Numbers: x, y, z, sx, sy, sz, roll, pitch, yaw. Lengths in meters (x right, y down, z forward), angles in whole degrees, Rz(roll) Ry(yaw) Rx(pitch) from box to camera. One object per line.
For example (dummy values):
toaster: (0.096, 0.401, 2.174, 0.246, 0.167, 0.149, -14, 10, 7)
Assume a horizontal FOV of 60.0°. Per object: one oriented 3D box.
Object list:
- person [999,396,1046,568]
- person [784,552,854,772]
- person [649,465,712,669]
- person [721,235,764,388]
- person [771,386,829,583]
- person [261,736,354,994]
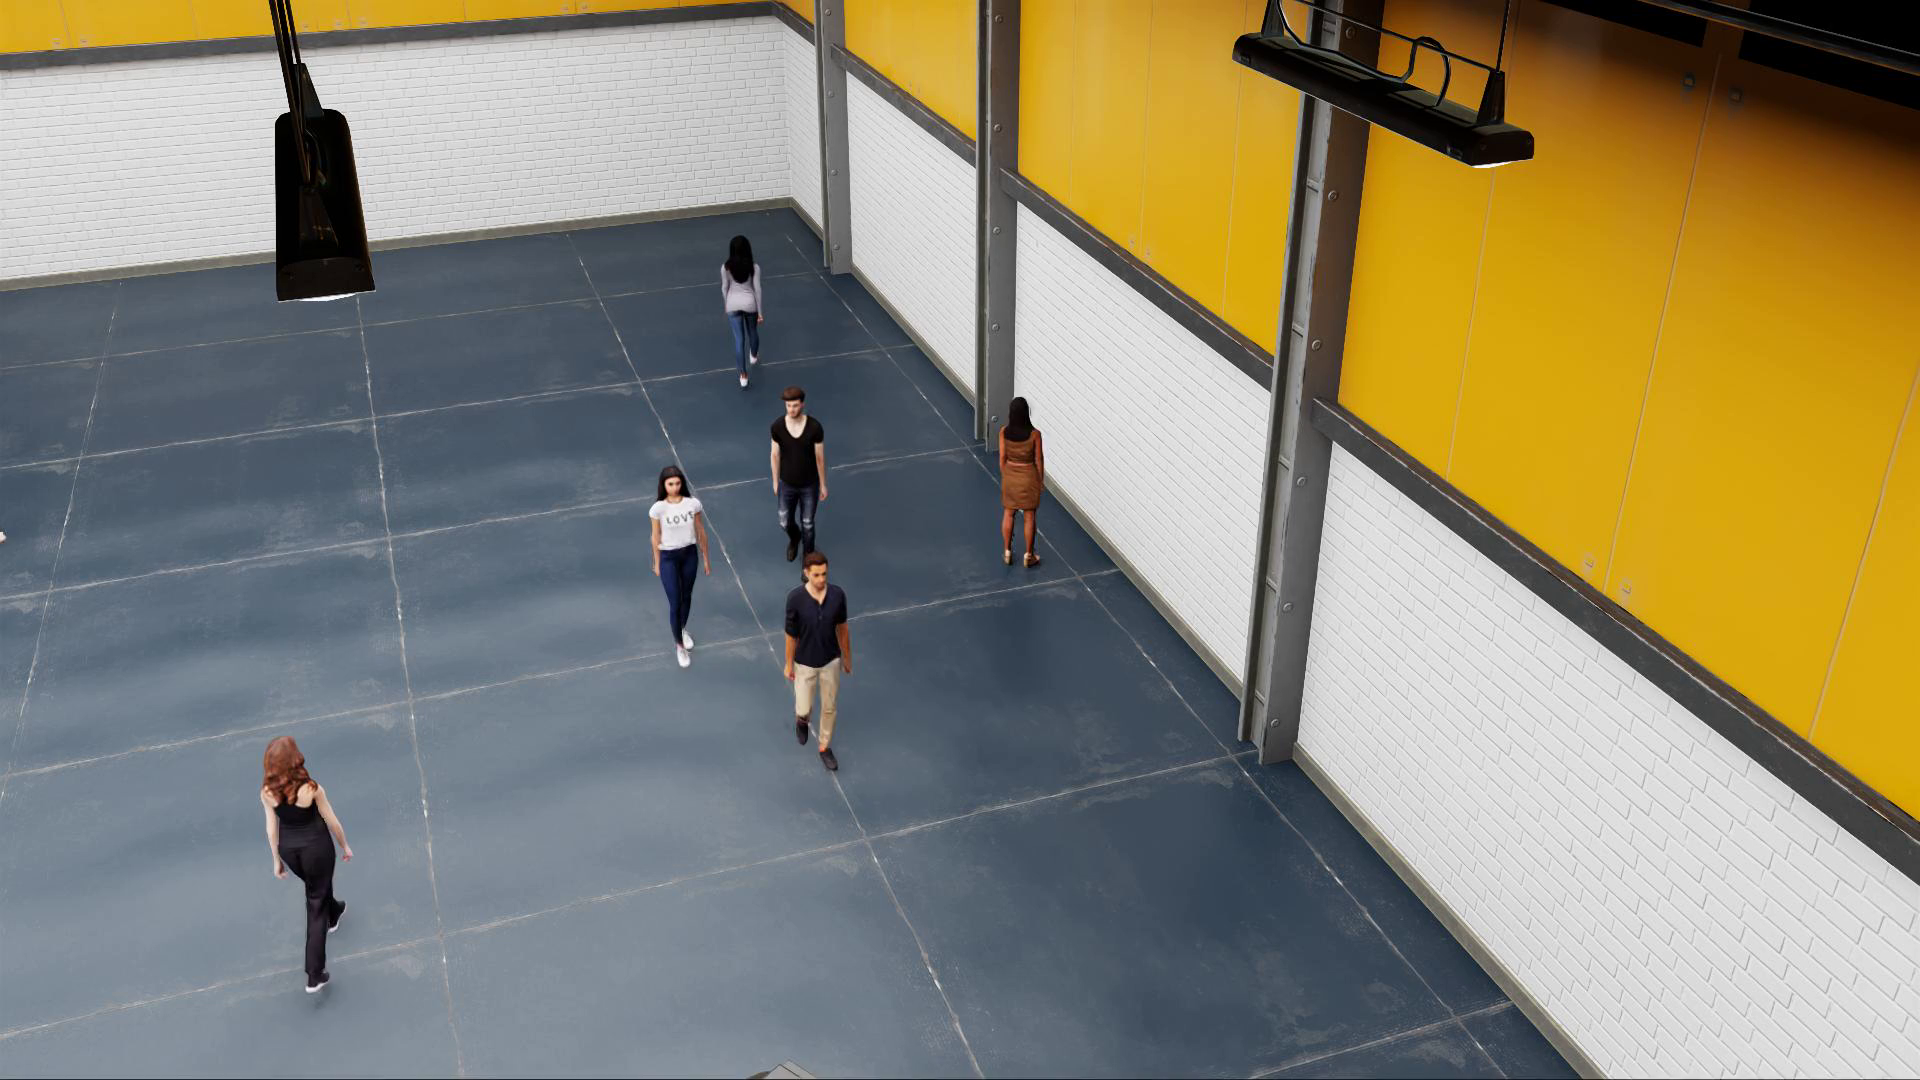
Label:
person: (0.575, -0.530, 15.361, 0.649, 1.685, 0.679, 11, 30, 19)
person: (-1.113, 0.870, 12.625, 0.661, 1.847, 0.757, -9, 30, -16)
person: (-2.405, 0.145, 14.051, 0.665, 1.755, 0.868, -15, 32, -25)
person: (-2.505, -2.596, 19.151, 0.781, 1.683, 1.193, -4, 29, -7)
person: (-1.455, -0.562, 15.213, 0.825, 1.883, 0.909, 1, 29, 1)
person: (-4.176, 2.069, 10.575, 0.846, 1.705, 1.230, -1, 29, -2)
